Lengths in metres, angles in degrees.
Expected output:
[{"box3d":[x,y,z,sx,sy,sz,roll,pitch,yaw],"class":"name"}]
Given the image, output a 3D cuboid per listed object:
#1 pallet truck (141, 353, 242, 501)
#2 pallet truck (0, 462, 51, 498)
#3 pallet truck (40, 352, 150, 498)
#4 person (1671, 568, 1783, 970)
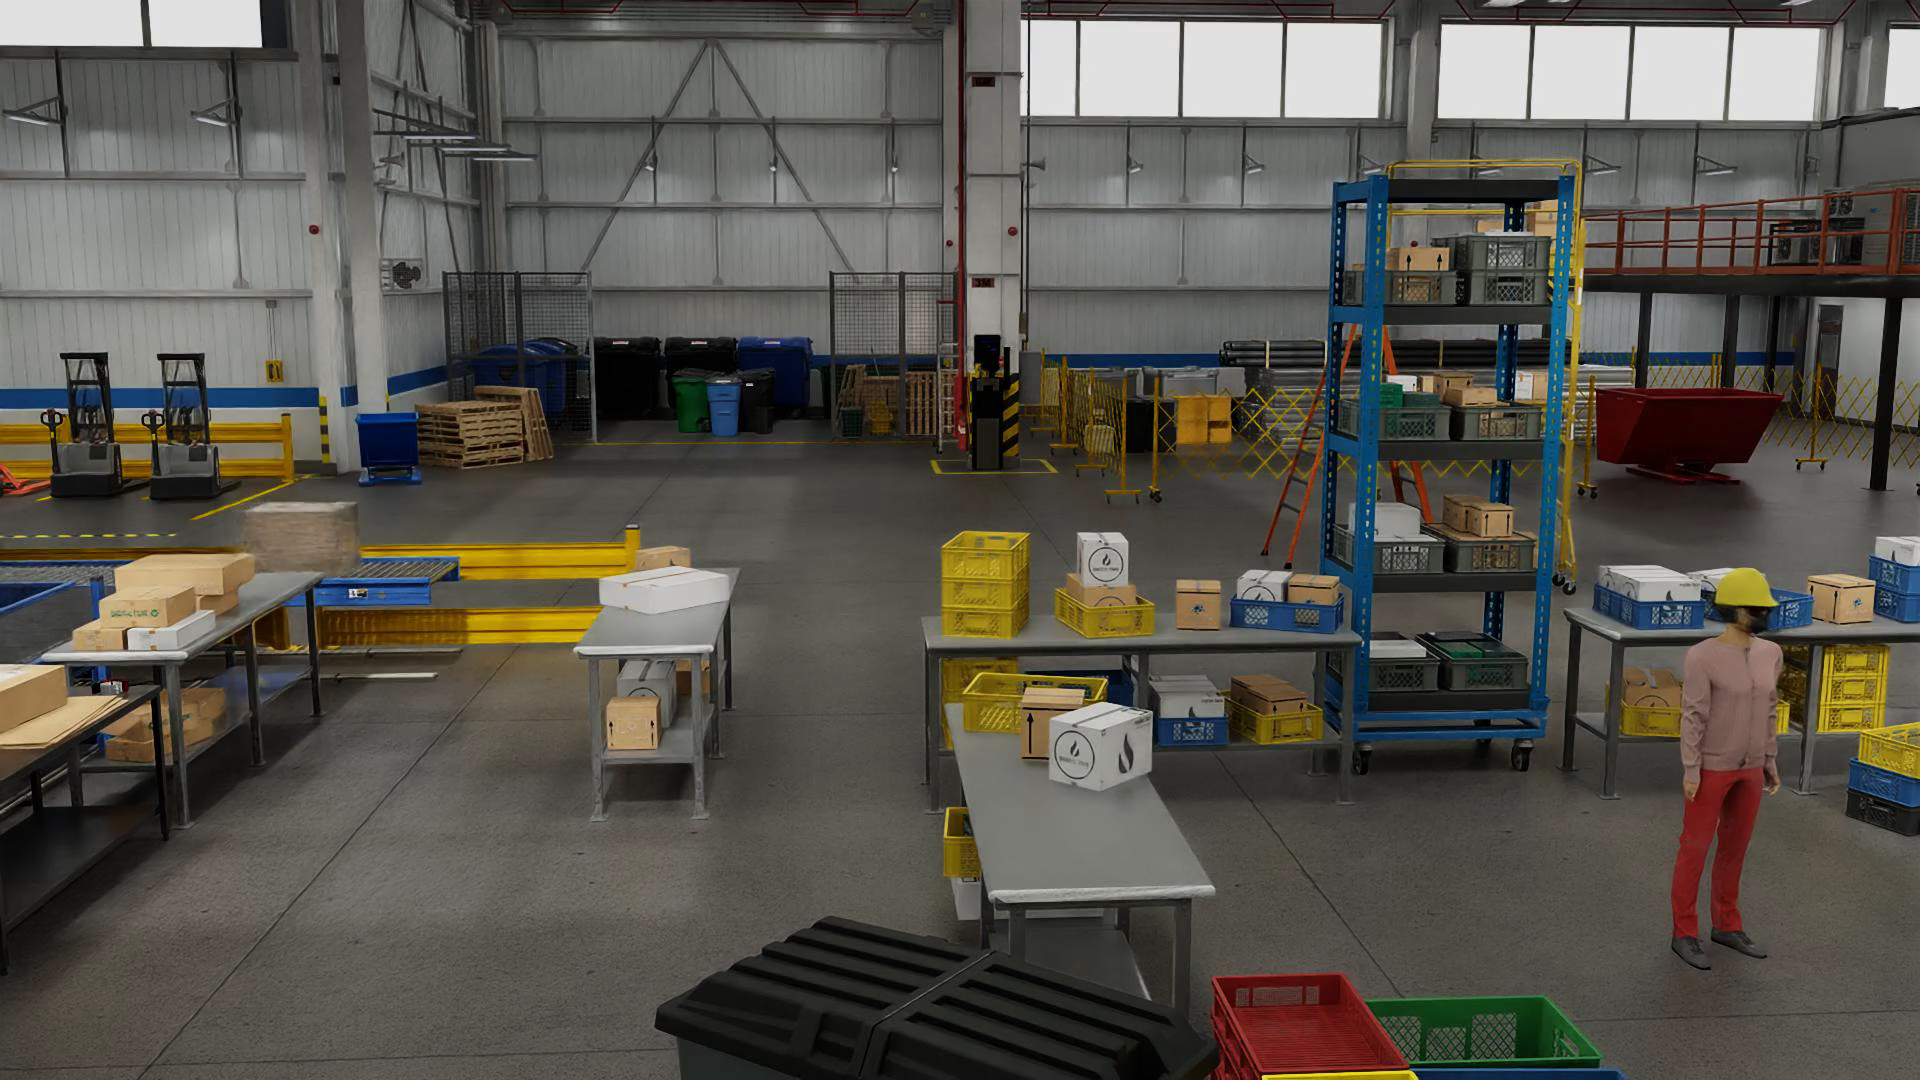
[{"box3d":[-10.520,-1.604,22.925,0.823,1.965,1.885,-1,9,-6],"class":"pallet truck"},{"box3d":[-13.193,-1.293,23.148,0.653,1.274,1.630,-1,9,-4],"class":"pallet truck"},{"box3d":[-11.907,-1.642,23.165,0.823,1.965,1.885,0,9,0],"class":"pallet truck"},{"box3d":[3.391,0.994,7.325,0.525,1.772,0.305,-3,10,-21],"class":"person"}]
